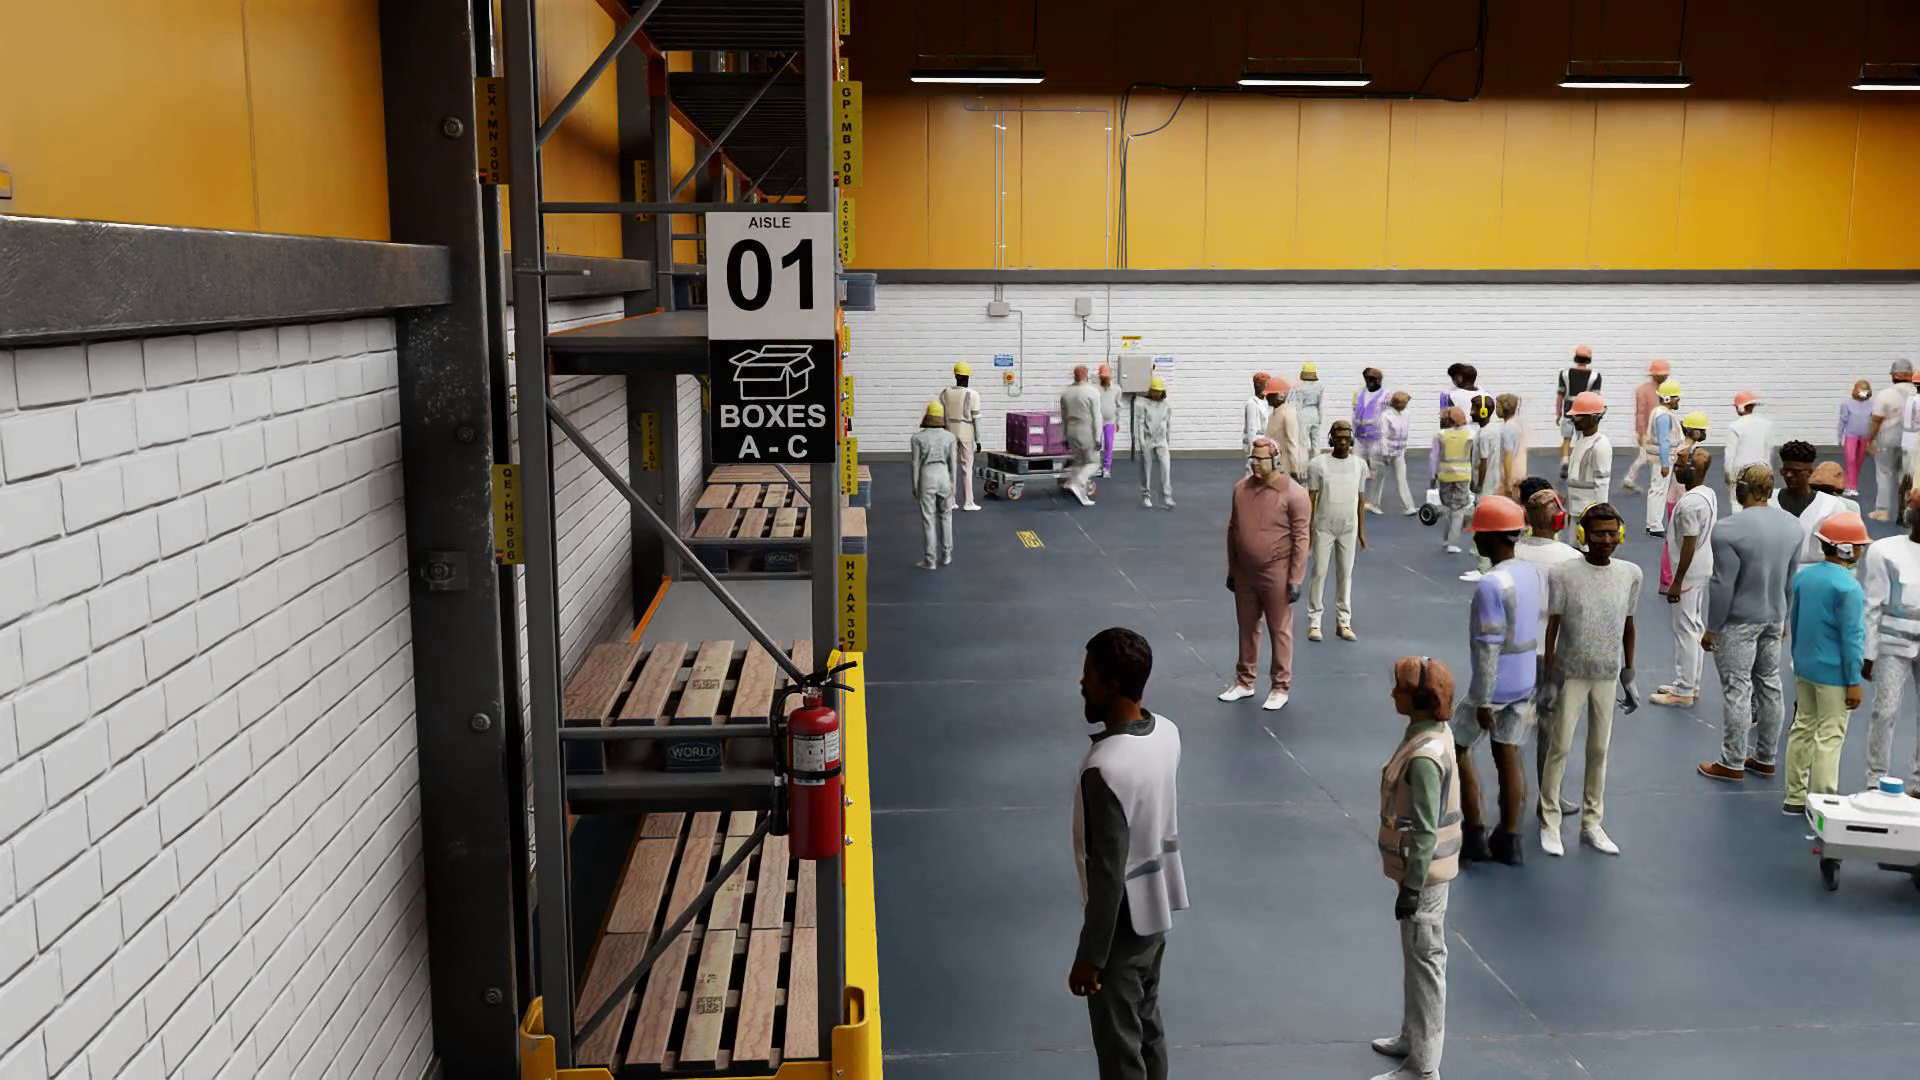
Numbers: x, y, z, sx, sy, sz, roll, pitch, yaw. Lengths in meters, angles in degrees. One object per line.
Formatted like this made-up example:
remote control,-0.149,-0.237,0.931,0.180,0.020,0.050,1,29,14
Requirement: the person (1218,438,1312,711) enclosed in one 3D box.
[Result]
person,2.124,0.233,11.671,0.400,1.910,0.643,-8,12,-43

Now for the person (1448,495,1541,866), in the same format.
person,2.697,0.721,8.557,0.563,1.919,0.505,-8,12,-41

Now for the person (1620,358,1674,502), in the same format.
person,9.328,-1.504,22.479,0.615,1.947,0.811,-1,9,-7

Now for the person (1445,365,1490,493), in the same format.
person,6.371,-1.235,20.904,0.603,1.906,0.414,-2,9,-15

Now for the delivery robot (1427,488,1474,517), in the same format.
delivery robot,5.978,-0.472,20.034,0.477,0.478,0.707,-6,11,-33

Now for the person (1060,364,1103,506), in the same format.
person,1.584,-1.354,21.731,0.499,1.876,0.664,-8,12,-42

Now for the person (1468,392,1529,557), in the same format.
person,5.899,-0.663,17.622,0.883,1.814,0.525,8,12,41

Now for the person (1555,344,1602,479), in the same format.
person,9.057,-1.853,24.380,0.624,2.033,0.554,5,10,27

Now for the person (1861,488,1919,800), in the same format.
person,5.356,0.621,9.338,0.577,1.874,0.342,3,9,16

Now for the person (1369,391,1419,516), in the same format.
person,5.457,-1.073,20.839,0.546,1.588,0.881,-5,10,-26

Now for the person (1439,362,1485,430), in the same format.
person,6.589,-1.341,21.524,0.810,1.918,0.385,-1,9,-4

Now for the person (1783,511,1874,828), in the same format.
person,4.794,0.710,9.150,0.328,1.753,0.560,-1,9,-3

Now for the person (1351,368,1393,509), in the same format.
person,5.344,-1.323,21.655,0.429,1.839,0.638,-7,12,-38

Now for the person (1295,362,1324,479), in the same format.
person,5.198,-1.790,24.885,0.492,1.742,0.315,-4,10,-25

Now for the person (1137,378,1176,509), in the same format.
person,2.543,-1.239,21.552,0.497,1.702,0.855,-1,9,-9

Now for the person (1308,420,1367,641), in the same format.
person,3.123,-0.077,13.810,0.507,1.847,0.344,-1,9,-4

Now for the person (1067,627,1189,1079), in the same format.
person,0.529,1.227,5.395,0.392,1.920,0.591,4,10,23

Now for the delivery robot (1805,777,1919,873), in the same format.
delivery robot,4.566,1.415,8.191,0.707,0.478,0.477,3,9,18

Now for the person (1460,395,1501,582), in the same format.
person,5.184,-0.509,16.496,0.319,1.860,0.510,5,10,28

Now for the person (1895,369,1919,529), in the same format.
person,11.503,-1.103,19.953,0.354,1.942,0.545,2,9,11

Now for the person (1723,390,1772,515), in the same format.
person,8.903,-0.820,18.781,0.598,1.739,0.522,-2,9,-13

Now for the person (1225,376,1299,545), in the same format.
person,3.311,-0.774,17.852,0.996,1.942,0.659,-1,9,-5

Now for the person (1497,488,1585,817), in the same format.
person,3.243,0.631,9.350,0.389,1.850,0.566,-8,12,-40

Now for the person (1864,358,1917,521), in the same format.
person,11.545,-1.244,20.531,0.701,2.000,0.537,0,9,-2

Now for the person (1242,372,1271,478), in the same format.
person,3.548,-1.061,19.870,0.337,1.881,0.583,4,10,23

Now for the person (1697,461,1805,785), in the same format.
person,4.705,0.494,9.933,0.629,1.940,0.379,-3,10,-18

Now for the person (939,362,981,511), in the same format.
person,0.015,-1.330,21.425,0.594,1.925,0.378,5,10,28

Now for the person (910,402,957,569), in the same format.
person,-0.273,-0.571,17.331,0.492,1.712,0.569,-2,9,-13

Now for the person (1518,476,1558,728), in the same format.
person,3.880,0.415,11.193,0.320,1.692,0.538,3,10,19

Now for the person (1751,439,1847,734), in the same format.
person,5.492,0.310,11.003,0.610,1.964,0.365,8,12,41

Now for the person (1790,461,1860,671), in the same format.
person,6.559,0.212,12.661,0.498,1.633,0.279,7,11,37

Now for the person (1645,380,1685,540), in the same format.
person,8.122,-0.926,19.181,0.404,1.830,0.602,3,9,16

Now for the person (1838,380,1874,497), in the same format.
person,12.288,-1.369,22.681,0.521,1.593,0.811,2,9,11

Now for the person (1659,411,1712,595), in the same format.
person,6.893,-0.343,15.771,0.351,1.759,0.523,6,11,34

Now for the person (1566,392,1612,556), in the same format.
person,5.361,-0.254,14.310,0.379,2.042,0.605,0,9,2

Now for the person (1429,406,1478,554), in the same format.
person,5.477,-0.665,18.265,0.558,1.613,0.655,5,10,28

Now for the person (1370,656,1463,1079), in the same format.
person,1.710,1.235,6.210,0.310,1.642,0.514,3,9,17

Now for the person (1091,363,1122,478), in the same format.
person,2.149,-1.821,25.122,0.576,1.729,0.678,-1,9,-6

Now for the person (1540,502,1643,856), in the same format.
person,3.307,0.724,8.704,0.521,1.873,0.336,0,9,-2

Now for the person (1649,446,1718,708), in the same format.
person,5.114,0.257,11.713,0.345,1.846,0.508,6,11,35

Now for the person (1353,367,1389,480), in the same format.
person,6.129,-1.705,24.553,0.605,1.661,0.721,0,9,2
